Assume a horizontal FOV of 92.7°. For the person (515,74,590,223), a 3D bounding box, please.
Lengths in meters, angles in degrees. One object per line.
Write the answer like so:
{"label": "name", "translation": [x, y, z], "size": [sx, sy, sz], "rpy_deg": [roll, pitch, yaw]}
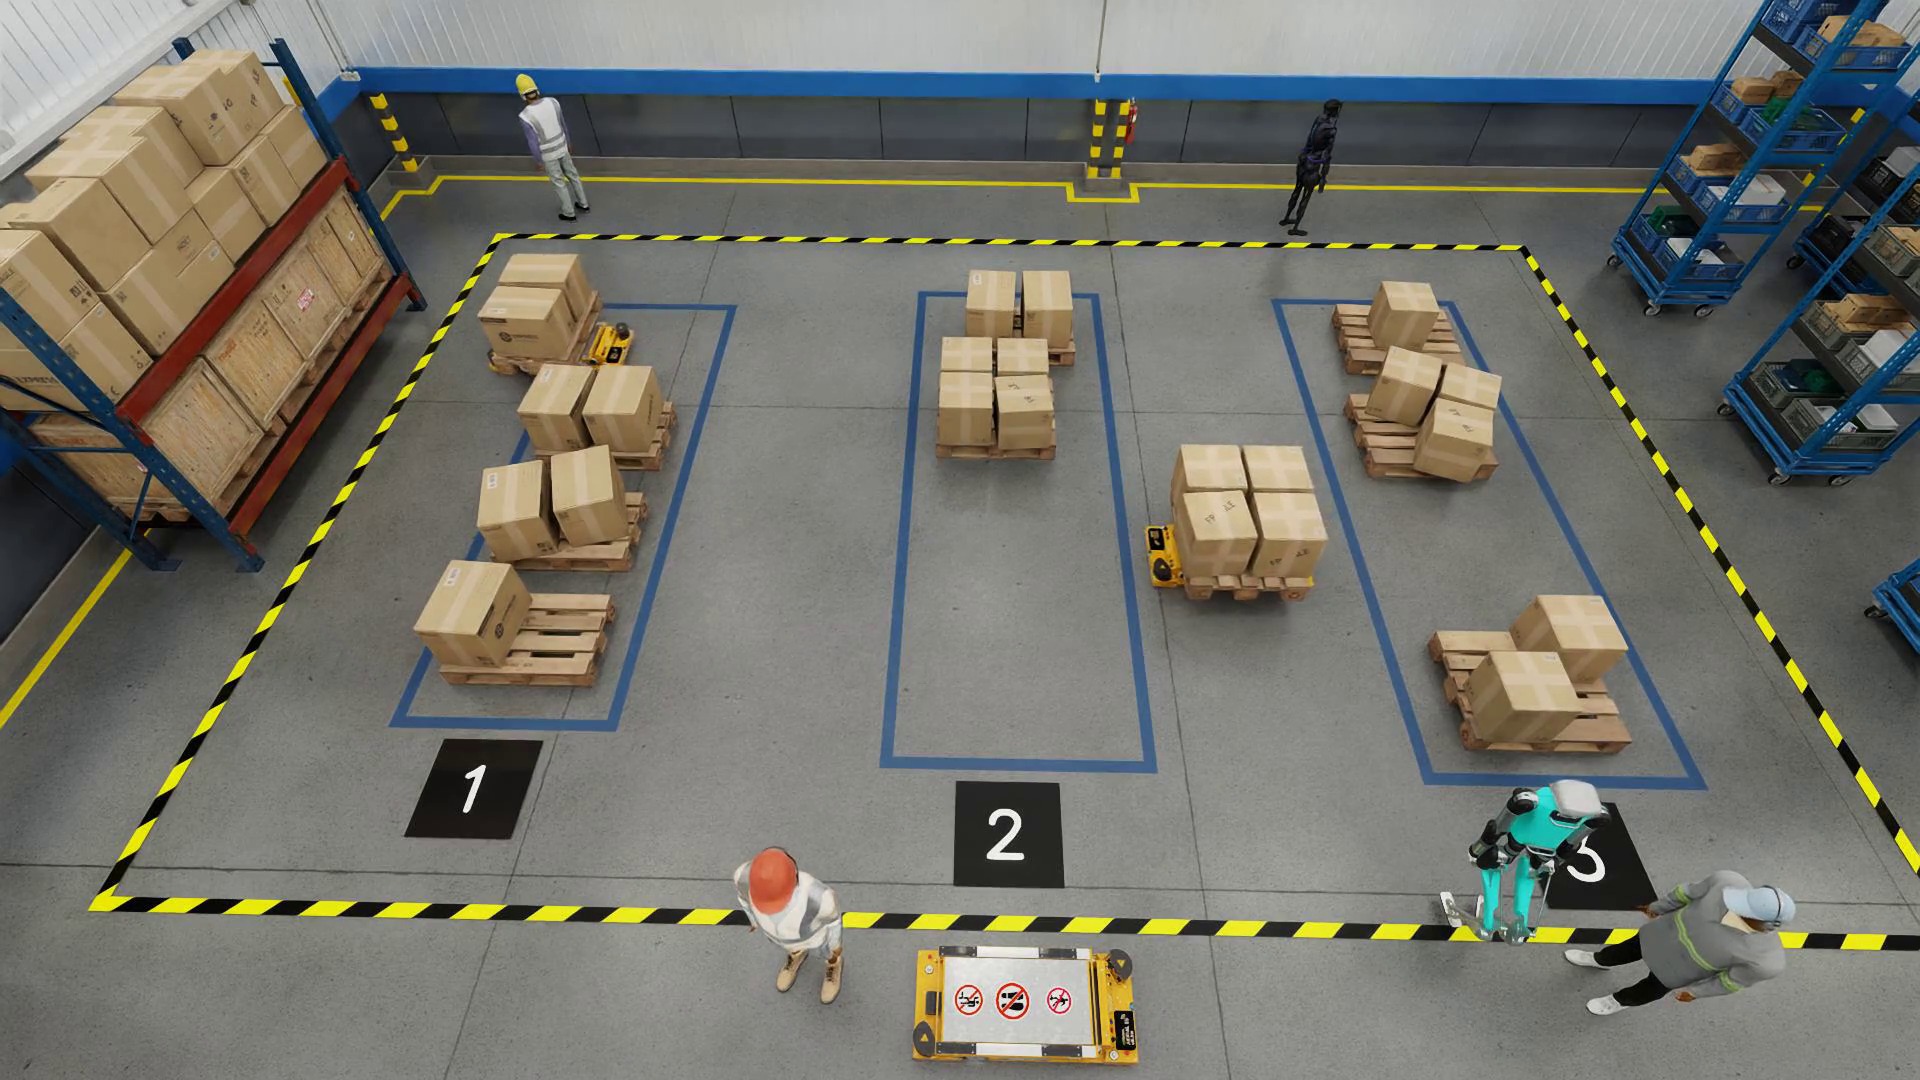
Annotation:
{"label": "person", "translation": [-5.105, -4.860, 11.444], "size": [0.404, 1.822, 0.590], "rpy_deg": [25, 55, 19]}

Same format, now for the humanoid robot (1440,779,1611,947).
{"label": "humanoid robot", "translation": [3.496, 2.139, 5.711], "size": [0.533, 1.672, 0.735], "rpy_deg": [9, 51, 7]}

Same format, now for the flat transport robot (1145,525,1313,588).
{"label": "flat transport robot", "translation": [2.450, 0.119, 8.371], "size": [1.431, 0.197, 0.652], "rpy_deg": [1, 51, 1]}

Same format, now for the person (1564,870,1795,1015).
{"label": "person", "translation": [4.296, 2.436, 5.482], "size": [0.396, 1.847, 0.587], "rpy_deg": [0, 51, 0]}

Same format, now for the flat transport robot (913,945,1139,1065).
{"label": "flat transport robot", "translation": [0.422, 3.041, 6.007], "size": [1.431, 0.231, 0.659], "rpy_deg": [1, 51, 1]}

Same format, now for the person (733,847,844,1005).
{"label": "person", "translation": [-0.988, 2.312, 5.455], "size": [0.613, 2.047, 0.356], "rpy_deg": [12, 52, 10]}

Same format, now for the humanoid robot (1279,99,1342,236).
{"label": "humanoid robot", "translation": [4.353, -4.613, 11.330], "size": [0.315, 1.655, 0.599], "rpy_deg": [-7, 51, -6]}

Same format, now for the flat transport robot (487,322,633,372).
{"label": "flat transport robot", "translation": [-4.457, -2.164, 10.232], "size": [1.431, 0.197, 0.652], "rpy_deg": [1, 51, 1]}
